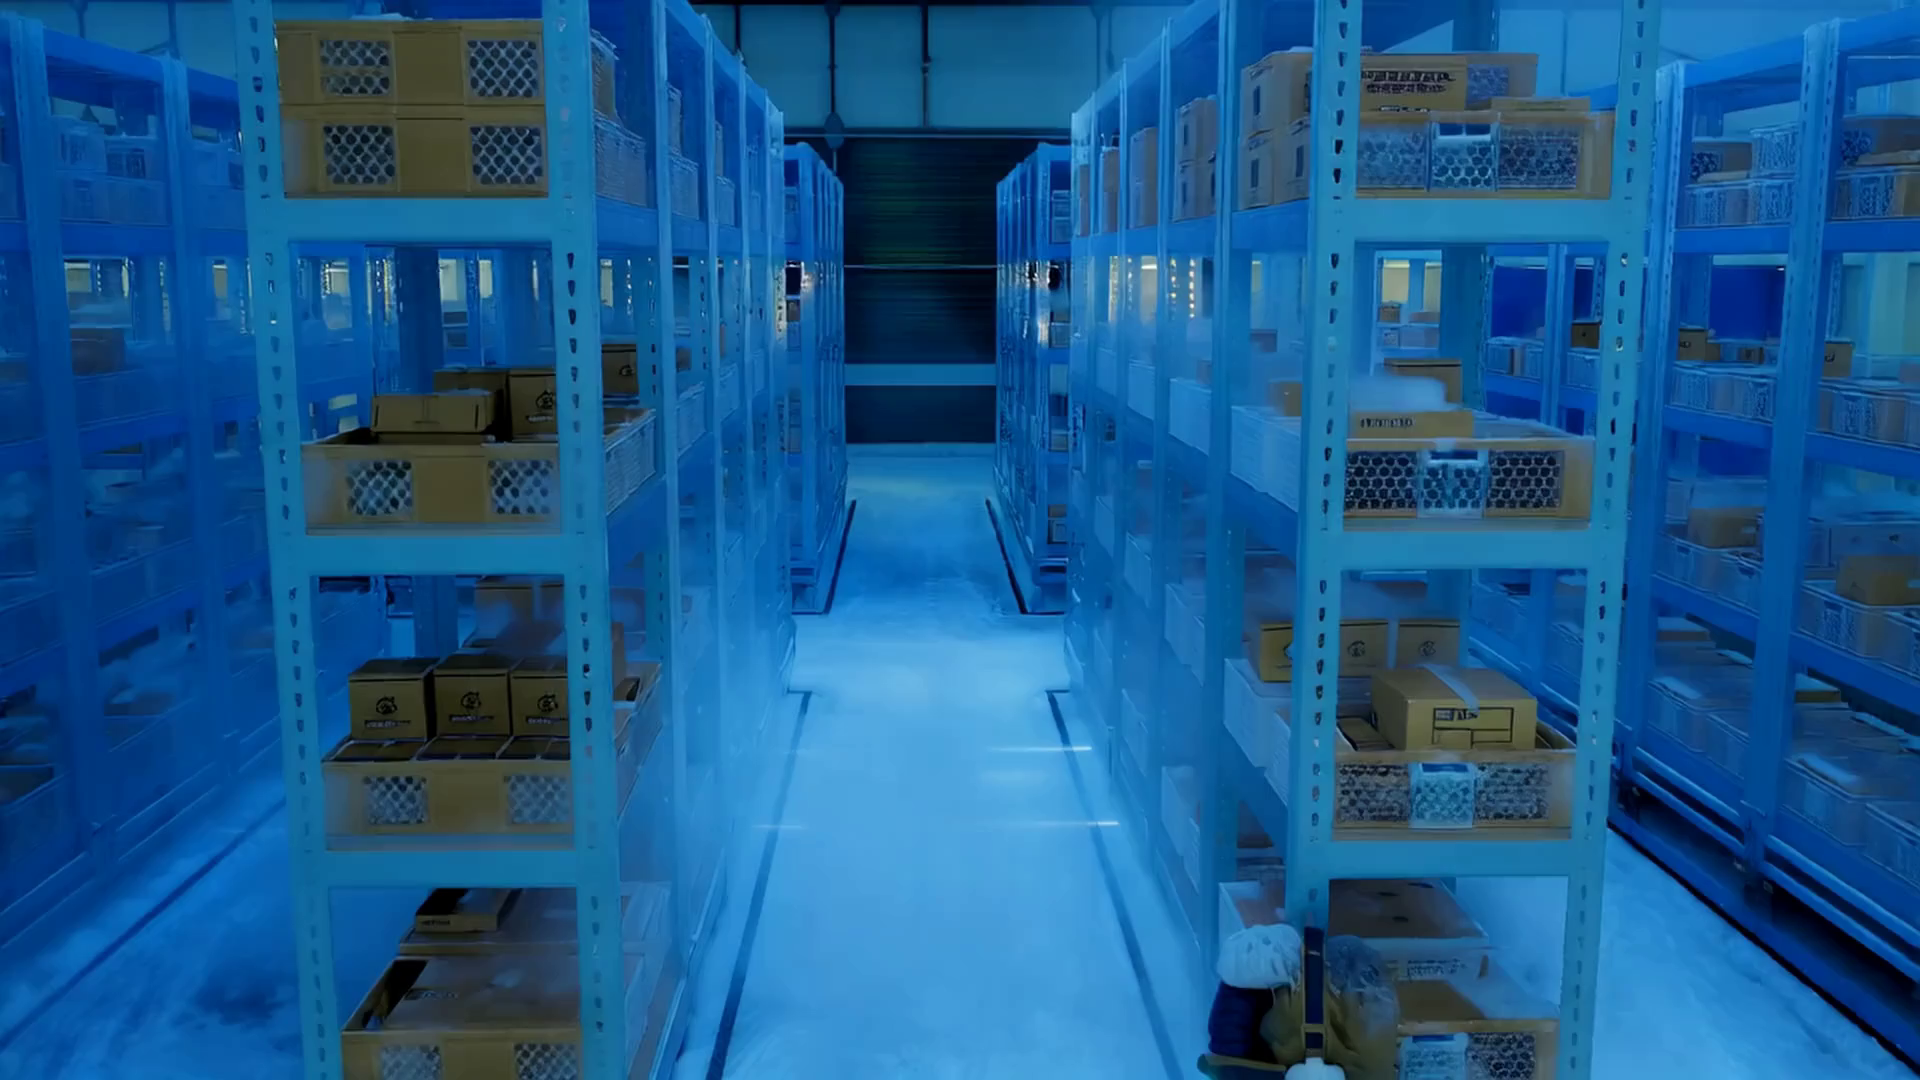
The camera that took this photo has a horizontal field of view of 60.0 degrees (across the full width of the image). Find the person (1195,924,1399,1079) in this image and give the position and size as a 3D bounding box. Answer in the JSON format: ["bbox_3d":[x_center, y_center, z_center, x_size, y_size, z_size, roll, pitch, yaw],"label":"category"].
[{"bbox_3d":[0.417,1.402,2.104,0.403,1.906,0.652,1,9,4],"label":"person"}]
